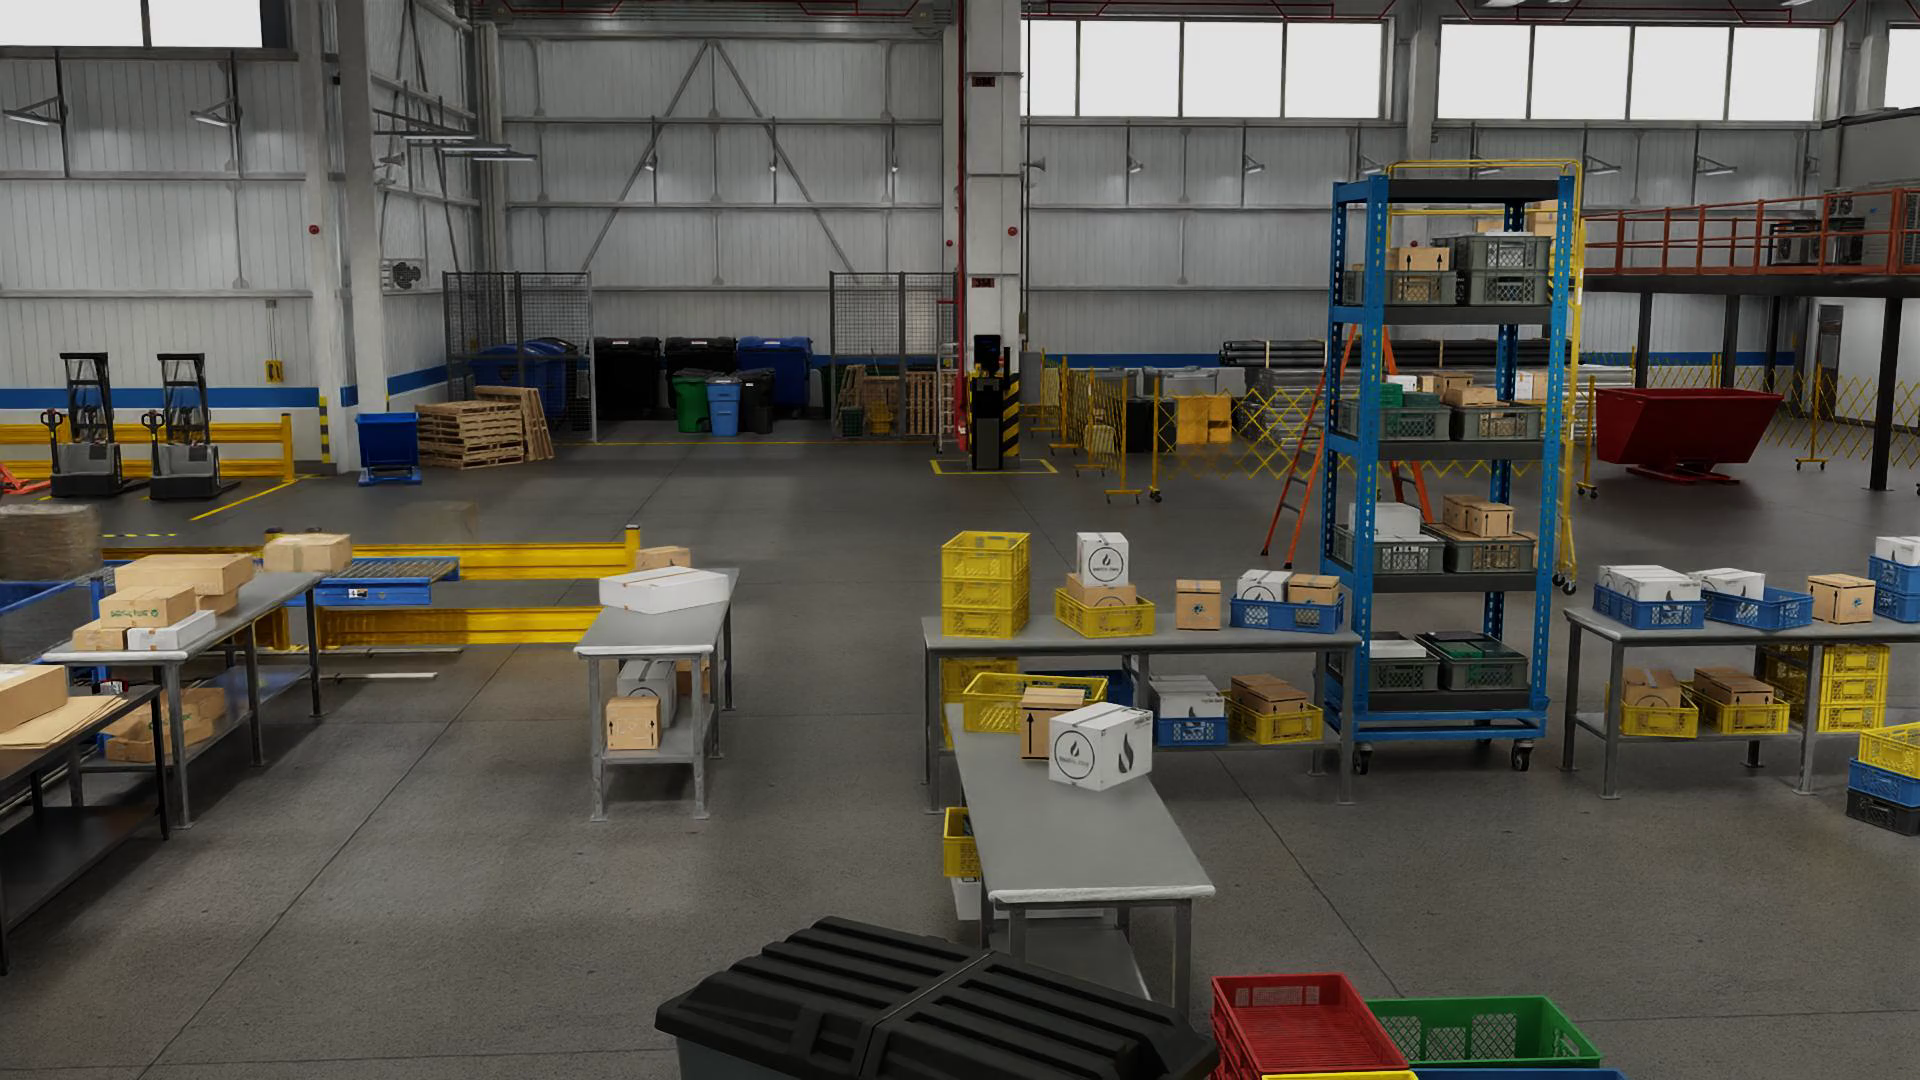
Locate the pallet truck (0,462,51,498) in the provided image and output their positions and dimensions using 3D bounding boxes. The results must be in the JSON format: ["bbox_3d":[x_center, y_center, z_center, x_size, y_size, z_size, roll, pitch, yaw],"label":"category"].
[{"bbox_3d":[-13.193,-1.293,23.148,0.653,1.274,1.630,-1,9,-4],"label":"pallet truck"}]

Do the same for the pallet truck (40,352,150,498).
[{"bbox_3d":[-11.907,-1.642,23.165,0.823,1.965,1.885,0,9,0],"label":"pallet truck"}]

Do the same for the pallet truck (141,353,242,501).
[{"bbox_3d":[-10.520,-1.604,22.925,0.823,1.965,1.885,-1,9,-6],"label":"pallet truck"}]
